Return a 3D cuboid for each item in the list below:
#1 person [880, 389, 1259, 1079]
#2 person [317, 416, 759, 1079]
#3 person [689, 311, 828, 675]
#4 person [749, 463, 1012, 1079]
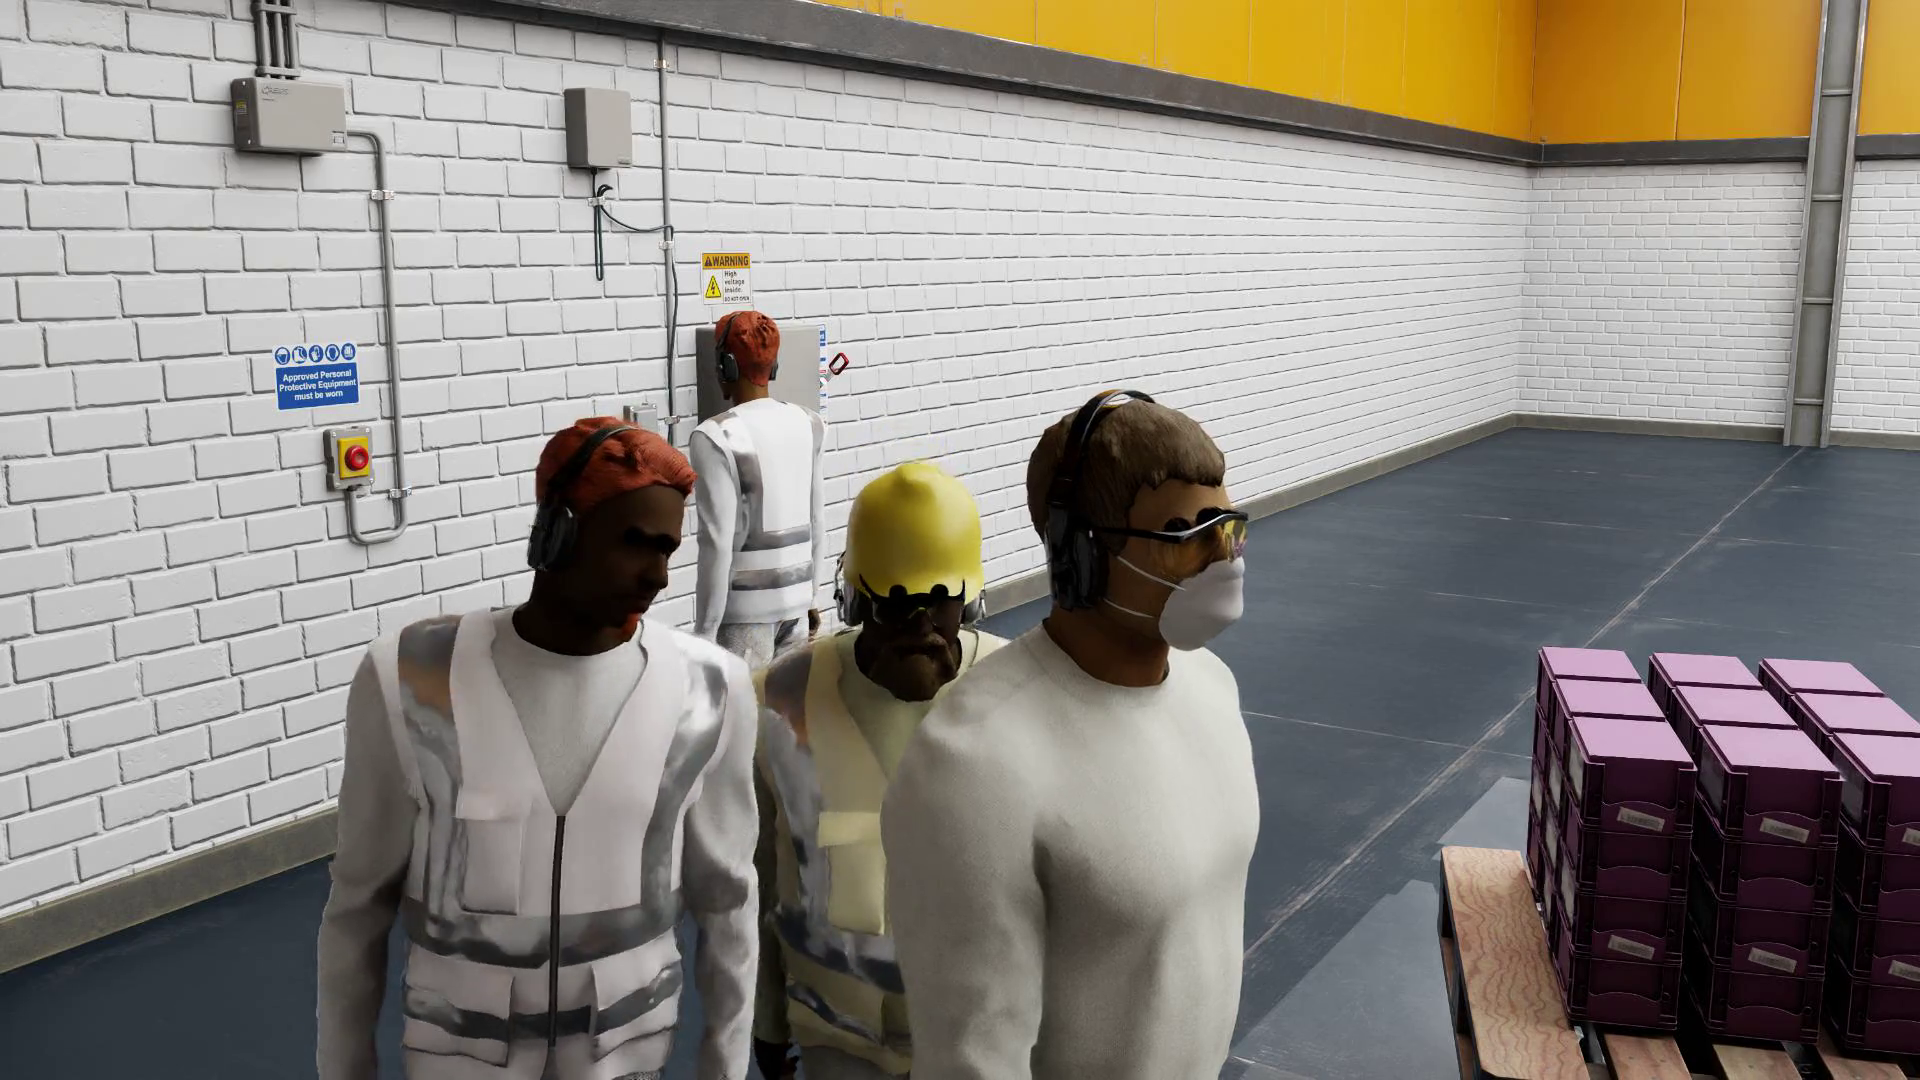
[{"bbox_3d":[0.161,0.790,1.973,0.374,1.941,0.627,7,12,33],"label":"person"},{"bbox_3d":[-0.600,0.752,2.422,0.643,1.863,0.487,-4,11,-19],"label":"person"},{"bbox_3d":[-0.640,0.218,5.295,0.337,1.882,0.584,7,12,34],"label":"person"},{"bbox_3d":[-0.054,0.745,2.689,0.617,1.777,0.958,-1,10,-7],"label":"person"}]
